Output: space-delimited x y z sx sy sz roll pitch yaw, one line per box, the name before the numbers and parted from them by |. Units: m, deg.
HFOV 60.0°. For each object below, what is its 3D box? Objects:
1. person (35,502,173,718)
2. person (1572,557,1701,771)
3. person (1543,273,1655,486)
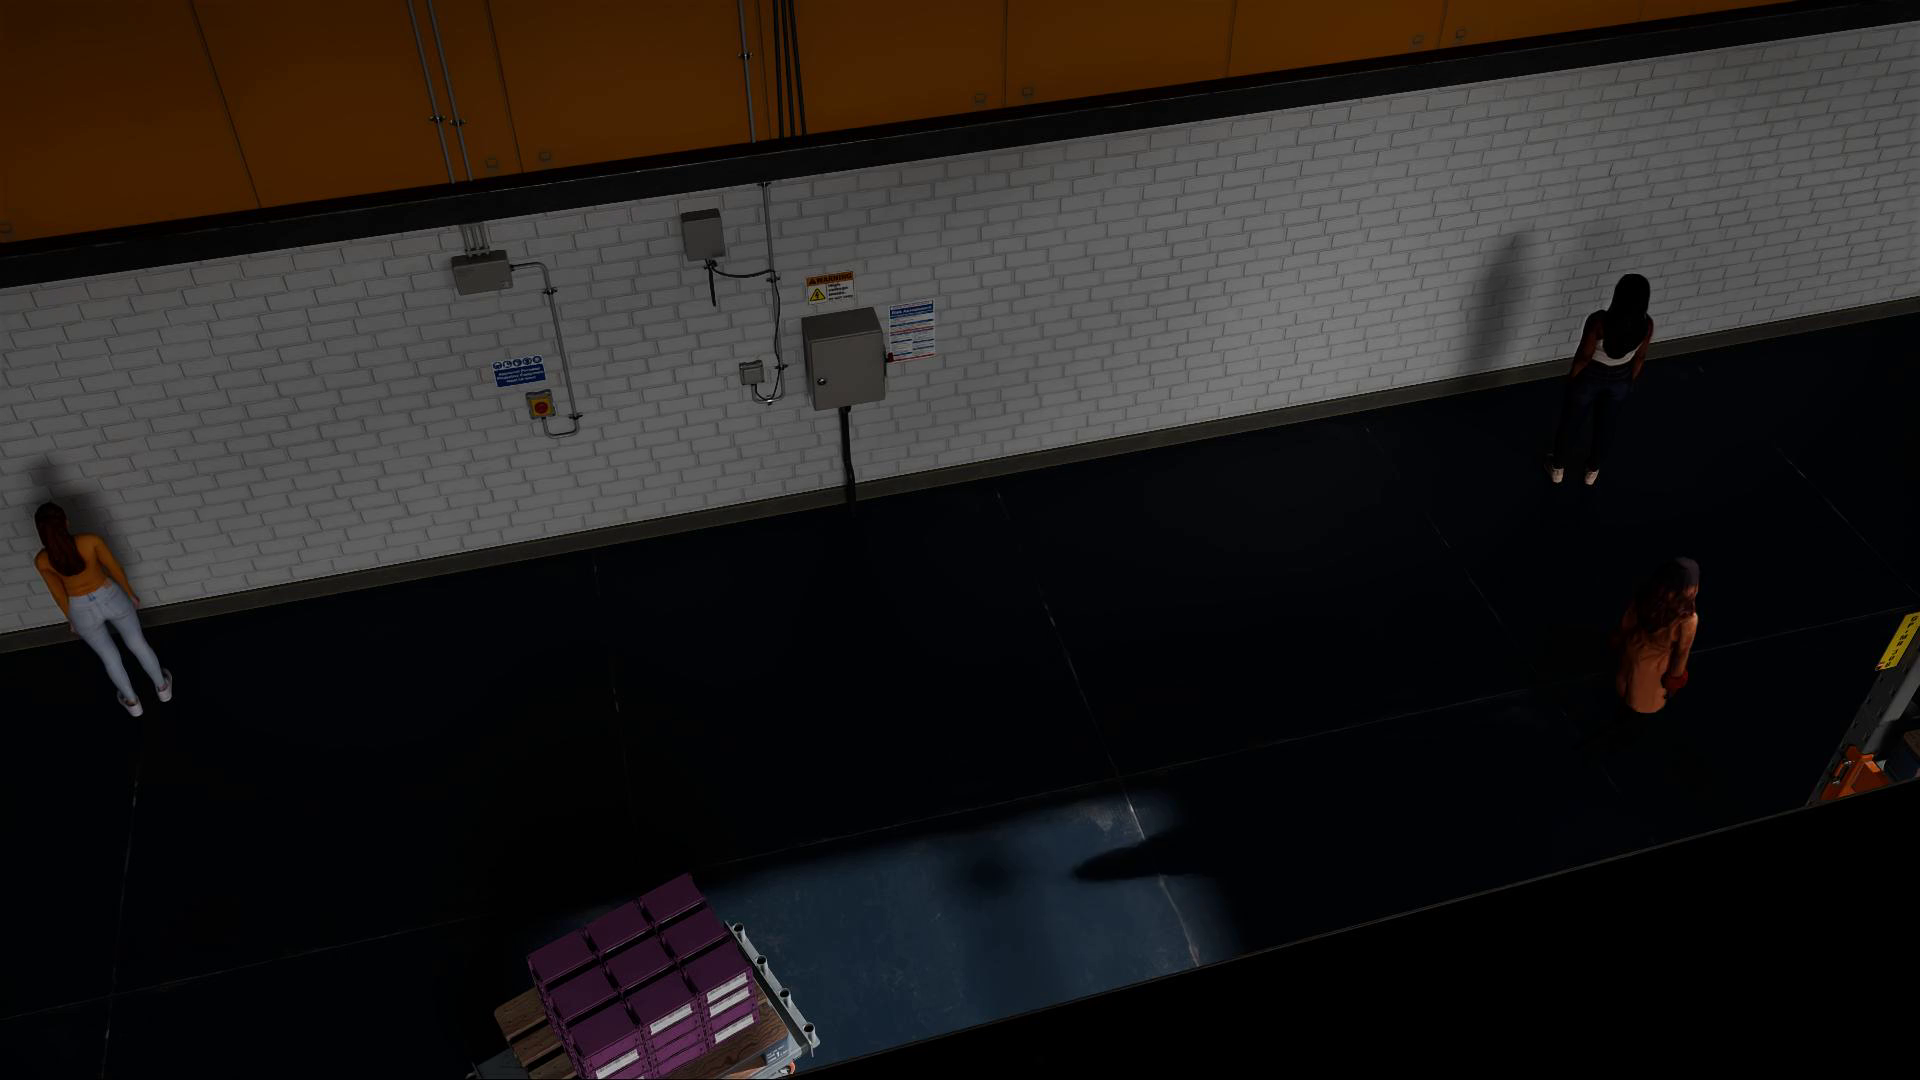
person | -5.361 0.428 10.368 0.662 1.750 0.667 -25 49 -24
person | 4.076 0.796 10.014 0.872 1.707 0.909 -20 47 -20
person | 4.624 -1.151 11.983 0.731 1.811 0.730 5 44 5
